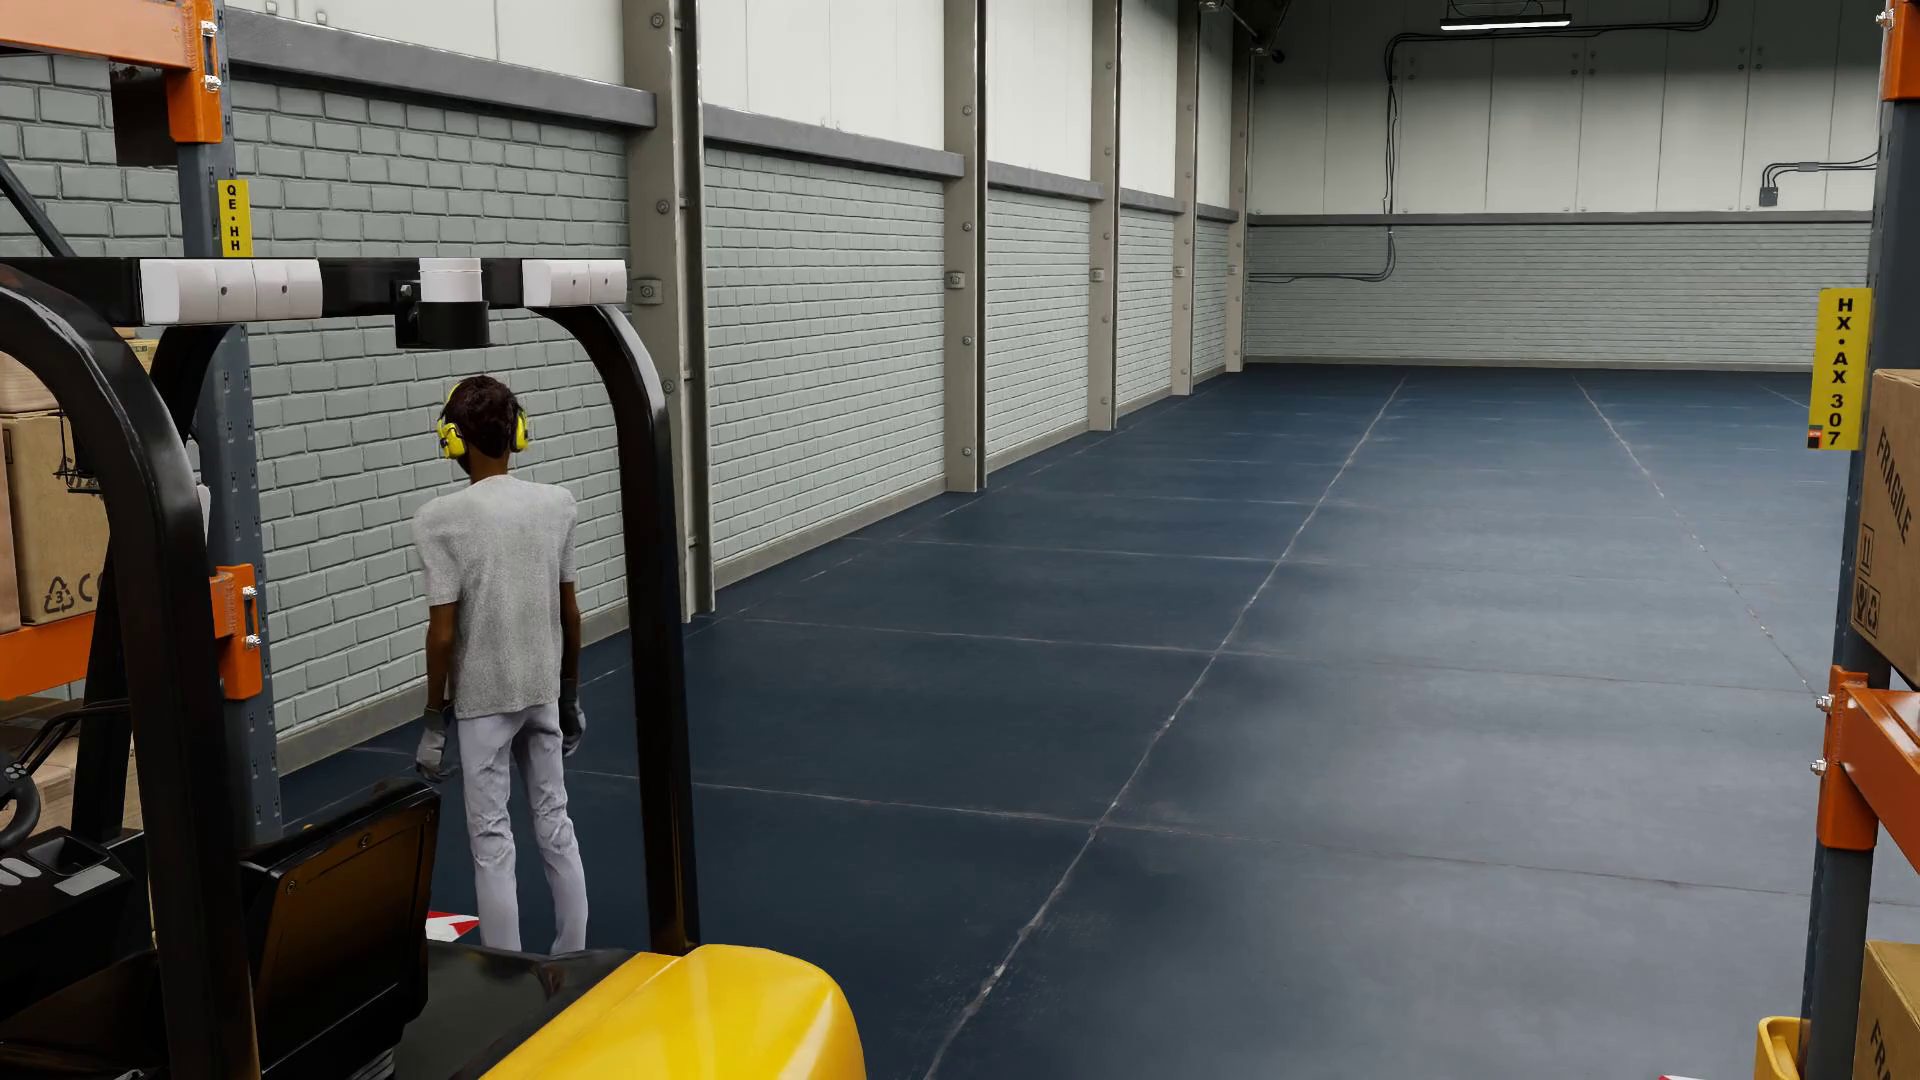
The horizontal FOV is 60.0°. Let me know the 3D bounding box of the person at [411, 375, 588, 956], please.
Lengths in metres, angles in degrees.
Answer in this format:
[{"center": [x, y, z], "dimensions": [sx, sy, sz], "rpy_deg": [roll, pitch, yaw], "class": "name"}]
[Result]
[{"center": [-1.287, 0.473, 4.654], "dimensions": [0.336, 1.864, 0.514], "rpy_deg": [9, 13, 43], "class": "person"}]
